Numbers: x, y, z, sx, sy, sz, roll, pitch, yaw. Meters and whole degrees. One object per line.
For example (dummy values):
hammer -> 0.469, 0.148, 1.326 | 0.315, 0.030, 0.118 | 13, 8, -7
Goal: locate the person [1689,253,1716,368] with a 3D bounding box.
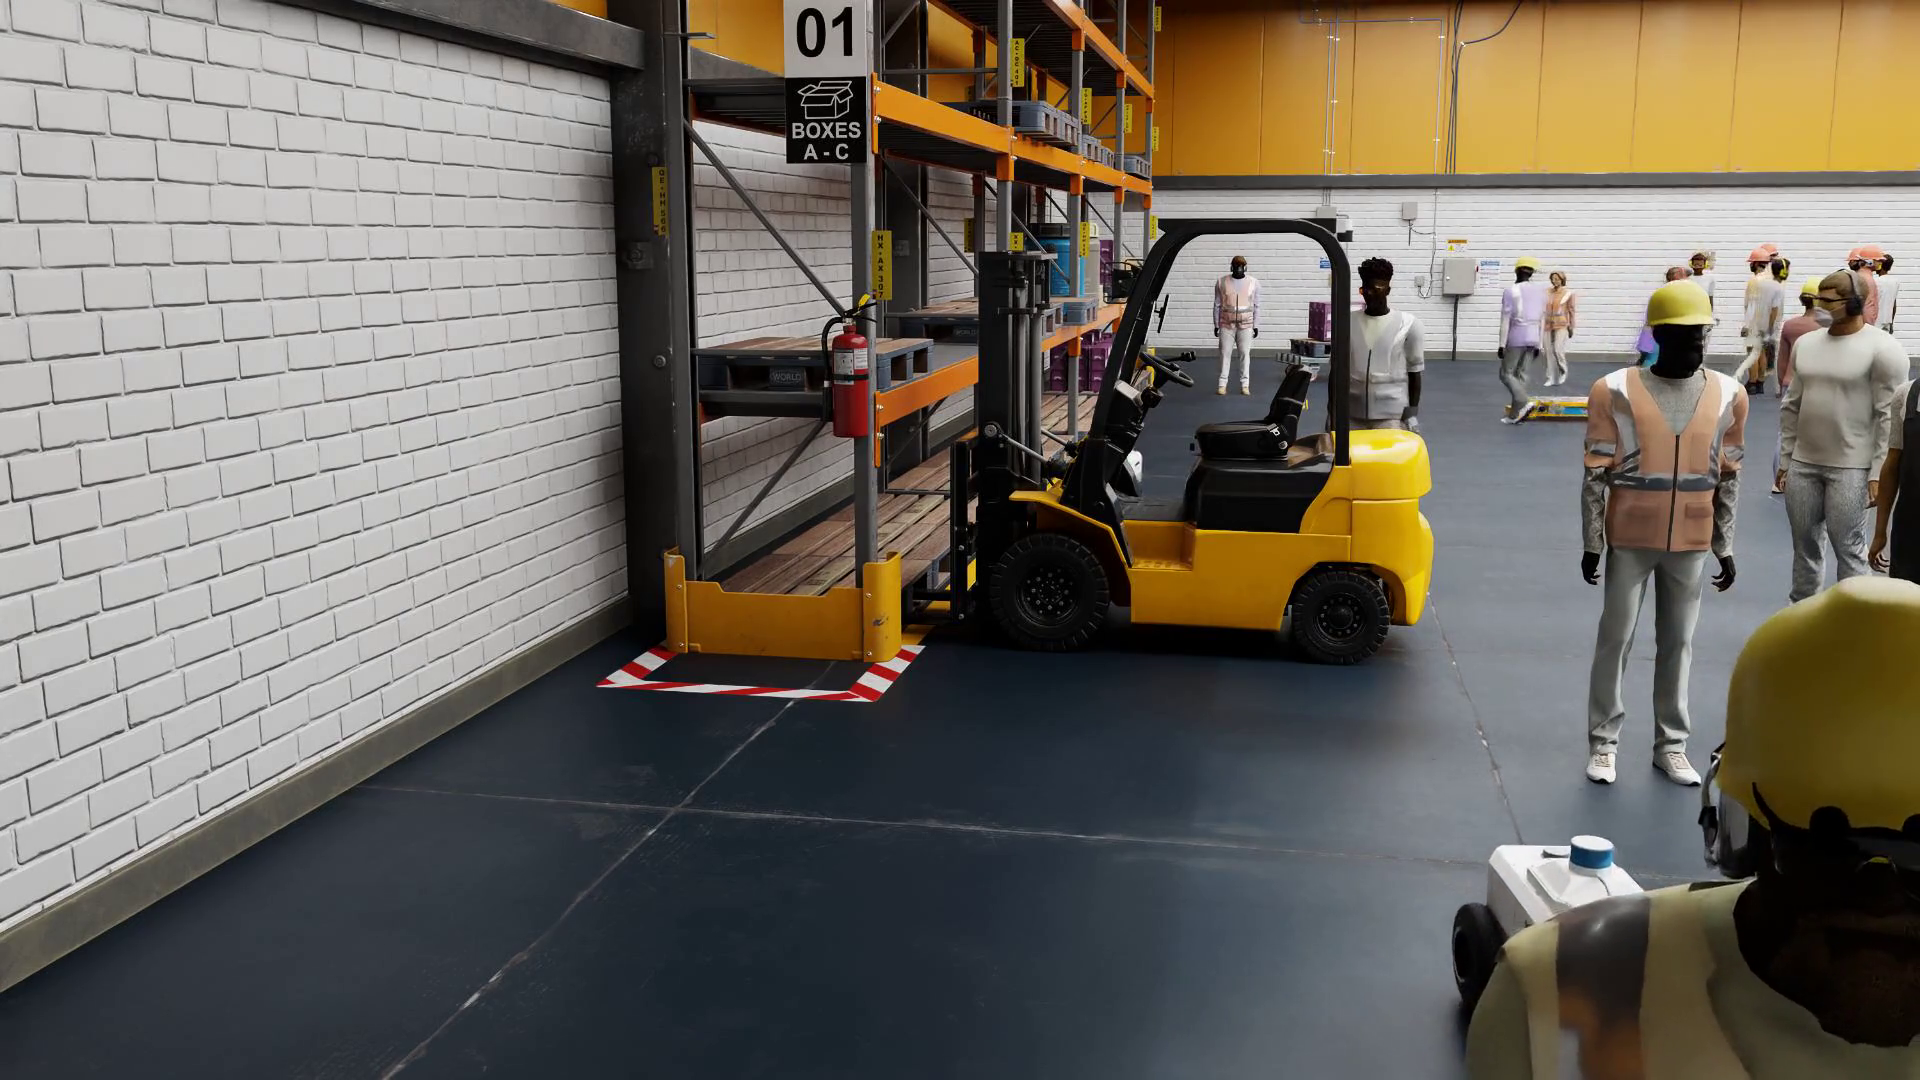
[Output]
person -> 10.440, -3.142, 23.659 | 0.511, 1.865, 0.329 | 5, 11, 24

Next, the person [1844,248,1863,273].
person -> 12.521, -3.115, 23.303 | 0.356, 1.936, 0.551 | 3, 11, 15

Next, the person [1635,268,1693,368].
person -> 7.203, -1.910, 17.169 | 0.825, 1.785, 0.589 | 0, 10, 2

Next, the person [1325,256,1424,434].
person -> 2.659, -0.836, 10.731 | 0.614, 1.963, 0.362 | 5, 12, 26

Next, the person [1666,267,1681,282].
person -> 9.448, -2.774, 22.101 | 0.532, 1.696, 0.319 | -7, 12, -33

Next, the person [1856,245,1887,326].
person -> 10.977, -2.583, 20.233 | 0.395, 1.992, 0.622 | 2, 10, 9

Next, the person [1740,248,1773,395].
person -> 10.570, -2.899, 22.120 | 0.543, 1.939, 0.360 | -8, 13, -38

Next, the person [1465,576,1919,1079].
person -> 0.710, 0.925, 1.448 | 0.600, 1.829, 0.404 | 2, 11, 12

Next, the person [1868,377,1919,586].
person -> 3.826, -0.002, 6.492 | 0.332, 1.844, 0.517 | -7, 13, -35

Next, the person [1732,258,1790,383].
person -> 10.367, -2.702, 21.382 | 0.984, 1.827, 0.503 | -2, 10, -9

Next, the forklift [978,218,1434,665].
forklift -> 1.285, -0.567, 8.635 | 2.313, 2.155, 1.214 | 2, 11, 11

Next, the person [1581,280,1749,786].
person -> 2.671, -0.018, 6.349 | 0.588, 1.930, 0.361 | 1, 10, 5

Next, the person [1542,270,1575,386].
person -> 8.315, -2.957, 23.288 | 0.367, 1.626, 0.523 | -10, 14, -44

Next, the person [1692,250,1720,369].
person -> 11.167, -3.376, 24.887 | 0.708, 1.882, 0.658 | 0, 10, 1

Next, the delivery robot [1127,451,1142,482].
delivery robot -> 1.175, -0.547, 12.761 | 0.477, 0.478, 0.707 | 3, 11, 16

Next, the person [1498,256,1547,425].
person -> 6.263, -2.209, 18.507 | 0.615, 1.884, 0.536 | -4, 11, -22

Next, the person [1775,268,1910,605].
person -> 4.297, -0.357, 8.185 | 0.351, 1.936, 0.635 | -4, 11, -22

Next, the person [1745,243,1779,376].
person -> 12.157, -3.478, 25.136 | 0.623, 1.992, 0.396 | -9, 14, -42

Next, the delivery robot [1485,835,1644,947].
delivery robot -> 1.605, 1.003, 4.264 | 0.477, 0.478, 0.707 | 0, 10, 2

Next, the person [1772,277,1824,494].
person -> 6.829, -1.222, 13.396 | 0.316, 1.768, 0.533 | -4, 11, -20

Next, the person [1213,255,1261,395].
person -> 3.670, -2.848, 22.098 | 0.625, 1.846, 0.429 | 2, 10, 8

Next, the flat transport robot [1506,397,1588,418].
flat transport robot -> 7.101, -1.526, 19.165 | 1.431, 0.197, 0.652 | 1, 10, 7

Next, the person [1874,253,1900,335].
person -> 12.244, -2.877, 22.186 | 0.520, 1.871, 0.326 | -4, 11, -20
